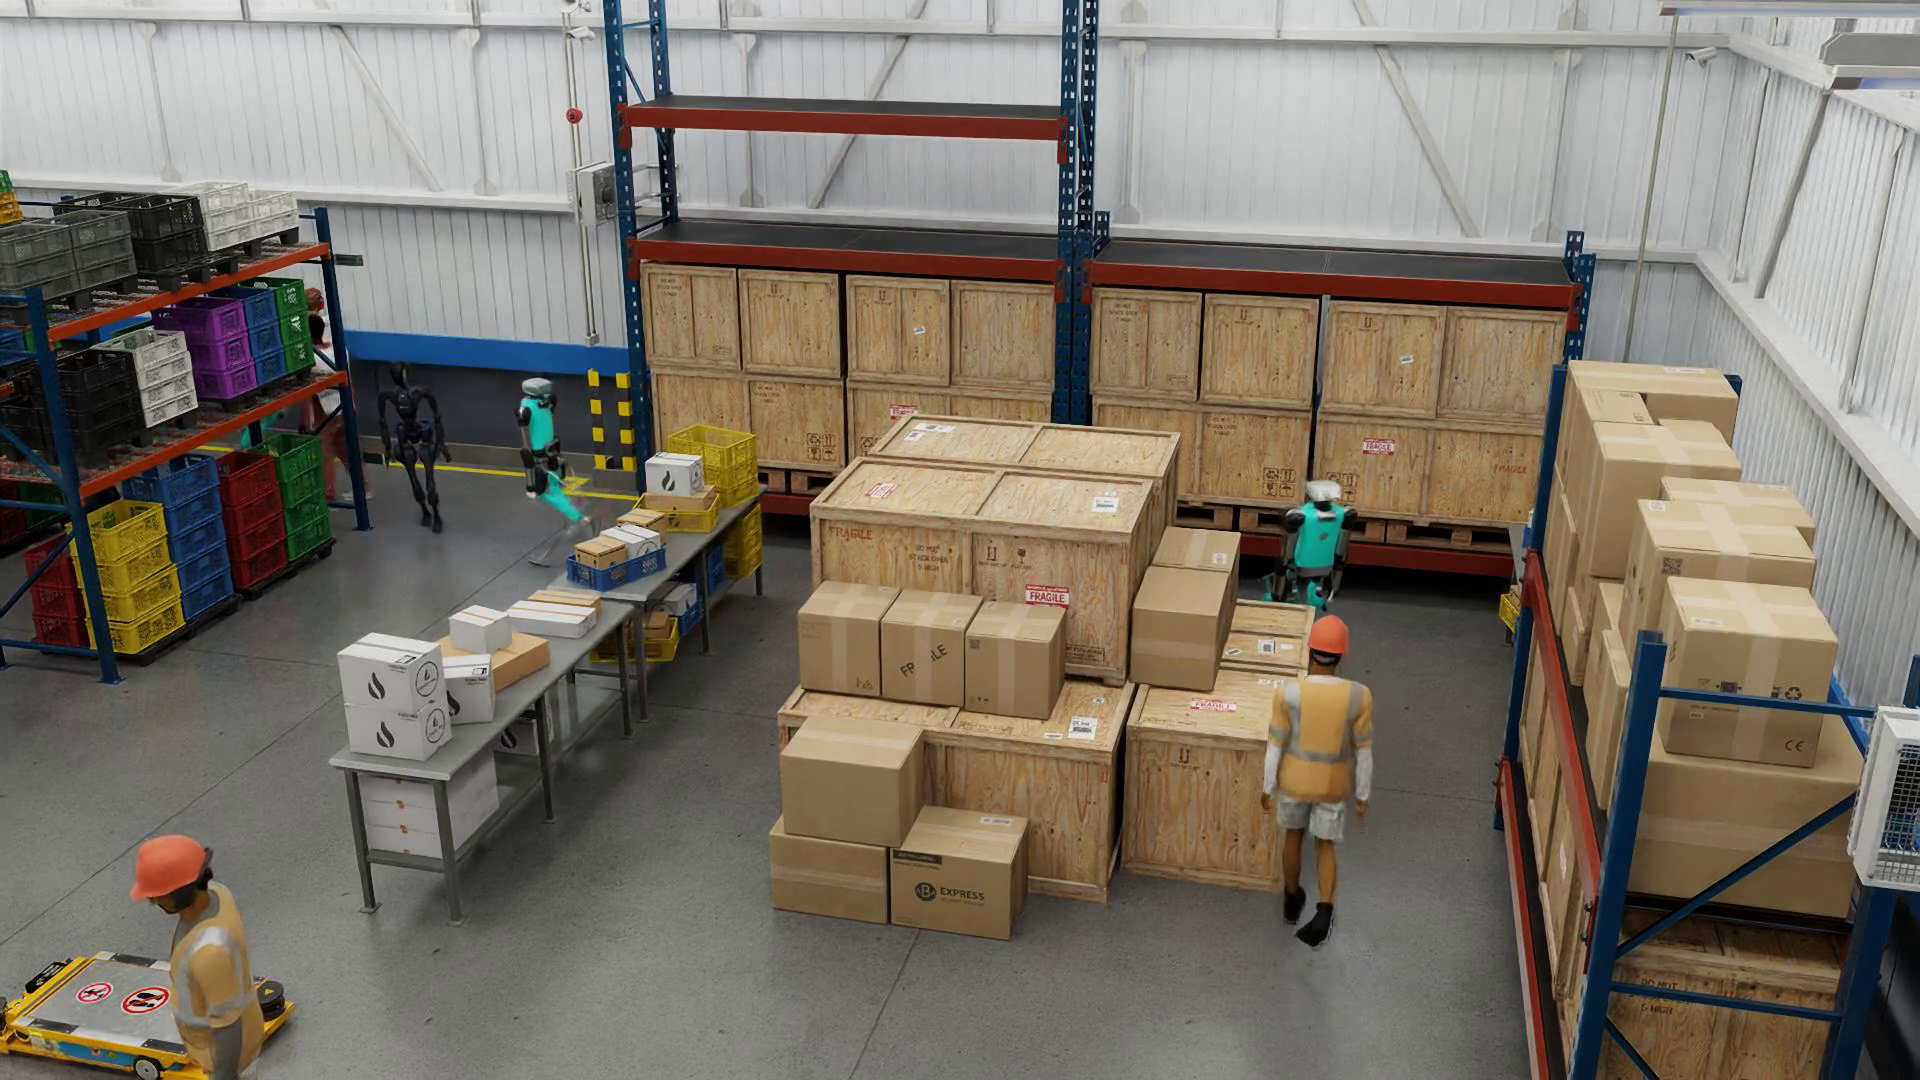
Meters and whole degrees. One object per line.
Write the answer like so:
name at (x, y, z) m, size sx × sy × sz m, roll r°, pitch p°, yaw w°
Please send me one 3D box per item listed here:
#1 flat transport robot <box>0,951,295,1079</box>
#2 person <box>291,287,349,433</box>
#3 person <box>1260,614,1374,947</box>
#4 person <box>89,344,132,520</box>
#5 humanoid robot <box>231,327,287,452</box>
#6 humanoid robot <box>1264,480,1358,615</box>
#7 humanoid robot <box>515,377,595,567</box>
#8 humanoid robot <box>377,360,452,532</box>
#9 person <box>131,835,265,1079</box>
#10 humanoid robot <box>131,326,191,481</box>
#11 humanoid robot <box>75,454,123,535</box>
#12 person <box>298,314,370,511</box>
flat transport robot at (-4.270, 2.464, 8.601) m, size 1.431 × 0.231 × 0.659 m, roll 5°, pitch 22°, yaw 13°
person at (-6.626, -1.697, 17.275) m, size 0.563 × 1.845 × 0.390 m, roll -5°, pitch 21°, yaw -13°
person at (1.969, 1.364, 9.189) m, size 0.592 × 1.905 × 0.693 m, roll 4°, pitch 21°, yaw 9°
person at (-7.708, -0.894, 15.188) m, size 0.430 × 1.839 × 0.618 m, roll -4°, pitch 21°, yaw -9°
humanoid robot at (-6.983, -1.292, 16.497) m, size 0.760 × 1.855 × 0.559 m, roll 6°, pitch 22°, yaw 15°
humanoid robot at (2.463, 0.327, 12.150) m, size 0.552 × 1.766 × 0.899 m, roll -5°, pitch 21°, yaw -12°
humanoid robot at (-3.367, -0.508, 14.376) m, size 0.984 × 1.788 × 0.532 m, roll 6°, pitch 22°, yaw 16°
humanoid robot at (-5.036, -0.881, 15.392) m, size 0.609 × 1.634 × 0.554 m, roll -2°, pitch 21°, yaw -6°
person at (-3.138, 2.129, 7.010) m, size 0.391 × 2.033 × 0.604 m, roll -9°, pitch 23°, yaw -23°
humanoid robot at (-7.750, -1.264, 16.313) m, size 0.556 × 1.790 × 0.829 m, roll -9°, pitch 23°, yaw -22°
humanoid robot at (-7.490, -0.487, 14.342) m, size 0.592 × 1.657 × 0.335 m, roll 11°, pitch 24°, yaw 27°
person at (-6.048, -1.216, 15.959) m, size 0.424 × 1.903 × 0.639 m, roll 8°, pitch 22°, yaw 19°
